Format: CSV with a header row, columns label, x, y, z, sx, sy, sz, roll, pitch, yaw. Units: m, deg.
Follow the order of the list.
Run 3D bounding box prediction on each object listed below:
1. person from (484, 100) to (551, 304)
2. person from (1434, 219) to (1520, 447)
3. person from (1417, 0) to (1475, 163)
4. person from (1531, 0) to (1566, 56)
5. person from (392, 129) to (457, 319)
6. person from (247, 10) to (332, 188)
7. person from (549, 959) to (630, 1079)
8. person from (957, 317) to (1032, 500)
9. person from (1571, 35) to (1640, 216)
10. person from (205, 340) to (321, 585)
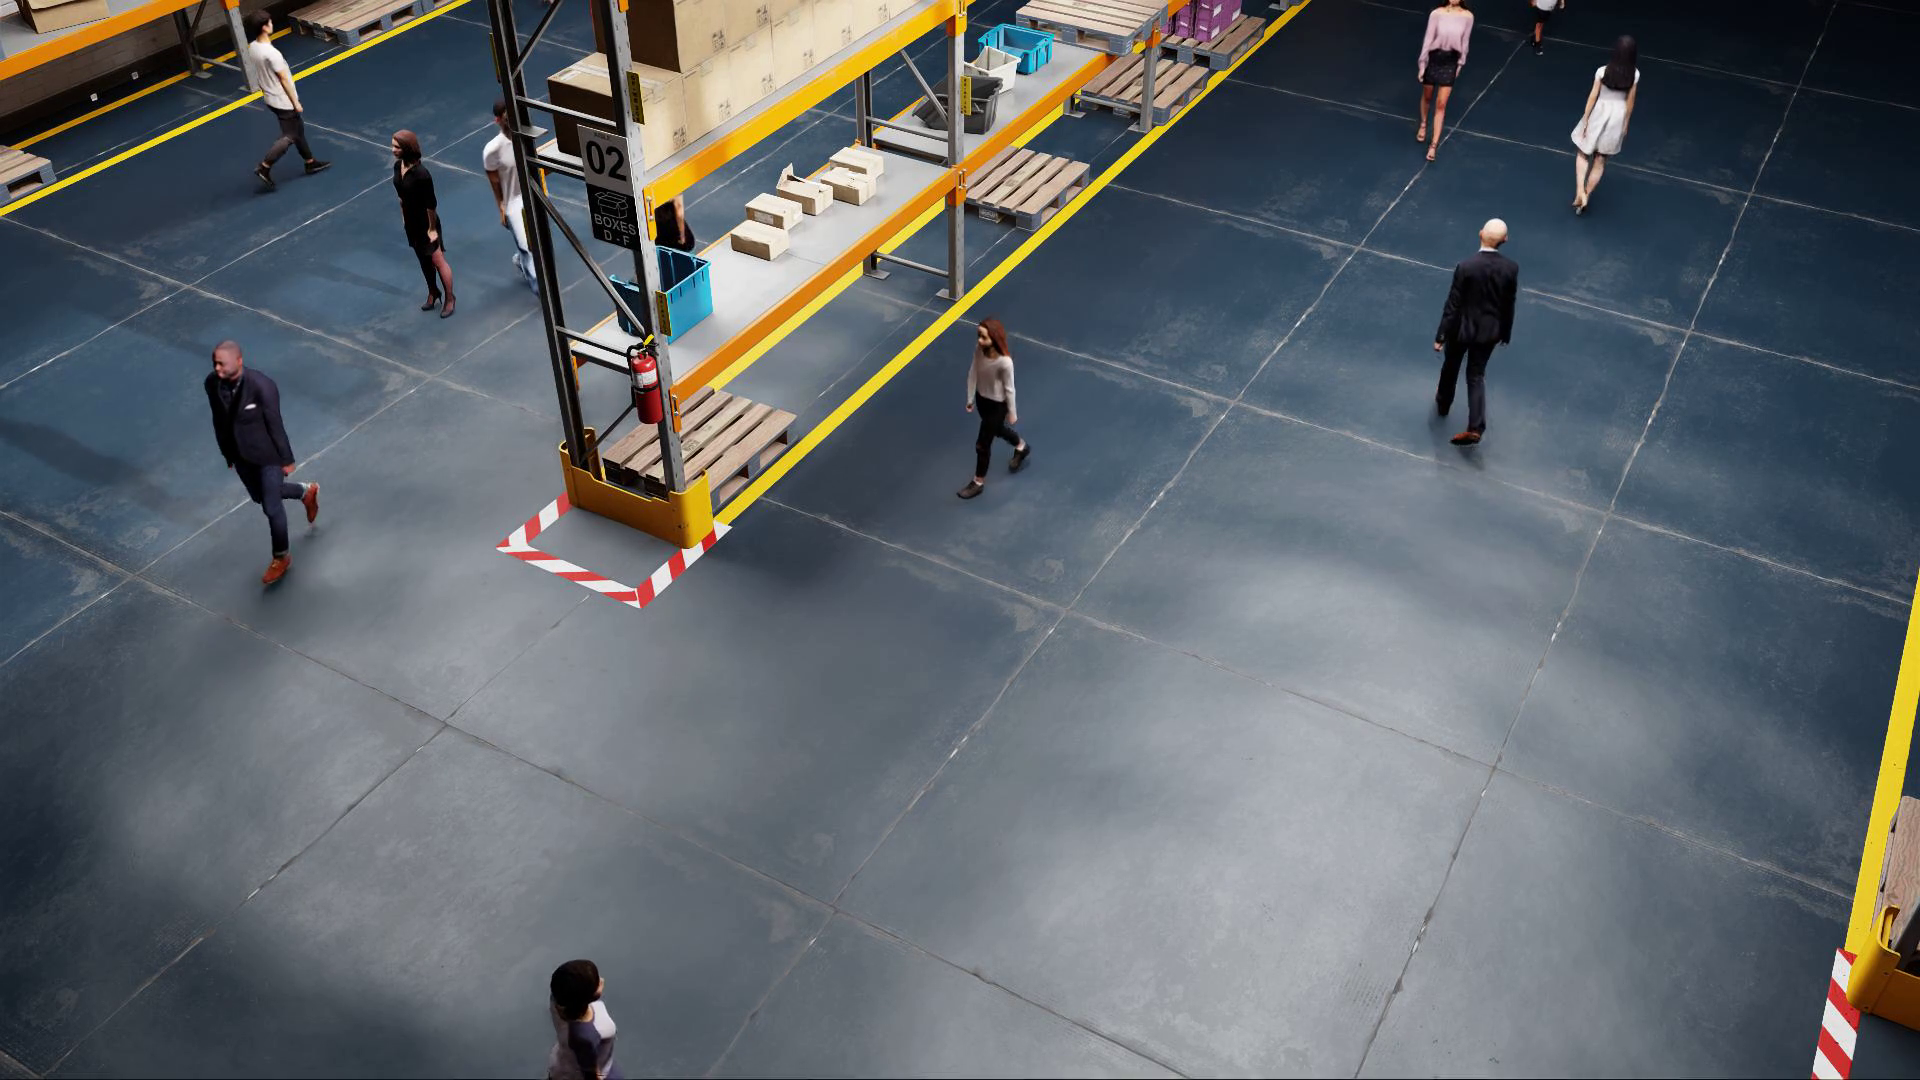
label,x,y,z,sx,sy,sz,roll,pitch,yaw
person,-3.813,-2.929,14.389,0.900,1.838,1.061,29,47,31
person,3.936,-1.538,12.710,1.099,1.760,1.301,0,39,0
person,4.814,-4.770,16.751,0.868,1.767,1.157,8,39,10
person,6.697,-6.230,19.003,0.711,1.239,0.798,-5,39,-7
person,-4.595,-2.710,14.220,0.602,1.706,0.517,24,45,27
person,-6.682,-4.273,16.184,1.116,1.698,0.863,-28,46,-30
person,-1.827,2.526,7.807,1.086,1.528,0.821,-26,45,-29
person,0.292,-1.038,12.323,1.054,1.461,0.769,-27,46,-30
person,6.046,-3.829,15.575,0.734,1.764,0.789,9,39,11
person,-4.809,-0.629,11.543,0.851,1.795,1.158,12,40,14
